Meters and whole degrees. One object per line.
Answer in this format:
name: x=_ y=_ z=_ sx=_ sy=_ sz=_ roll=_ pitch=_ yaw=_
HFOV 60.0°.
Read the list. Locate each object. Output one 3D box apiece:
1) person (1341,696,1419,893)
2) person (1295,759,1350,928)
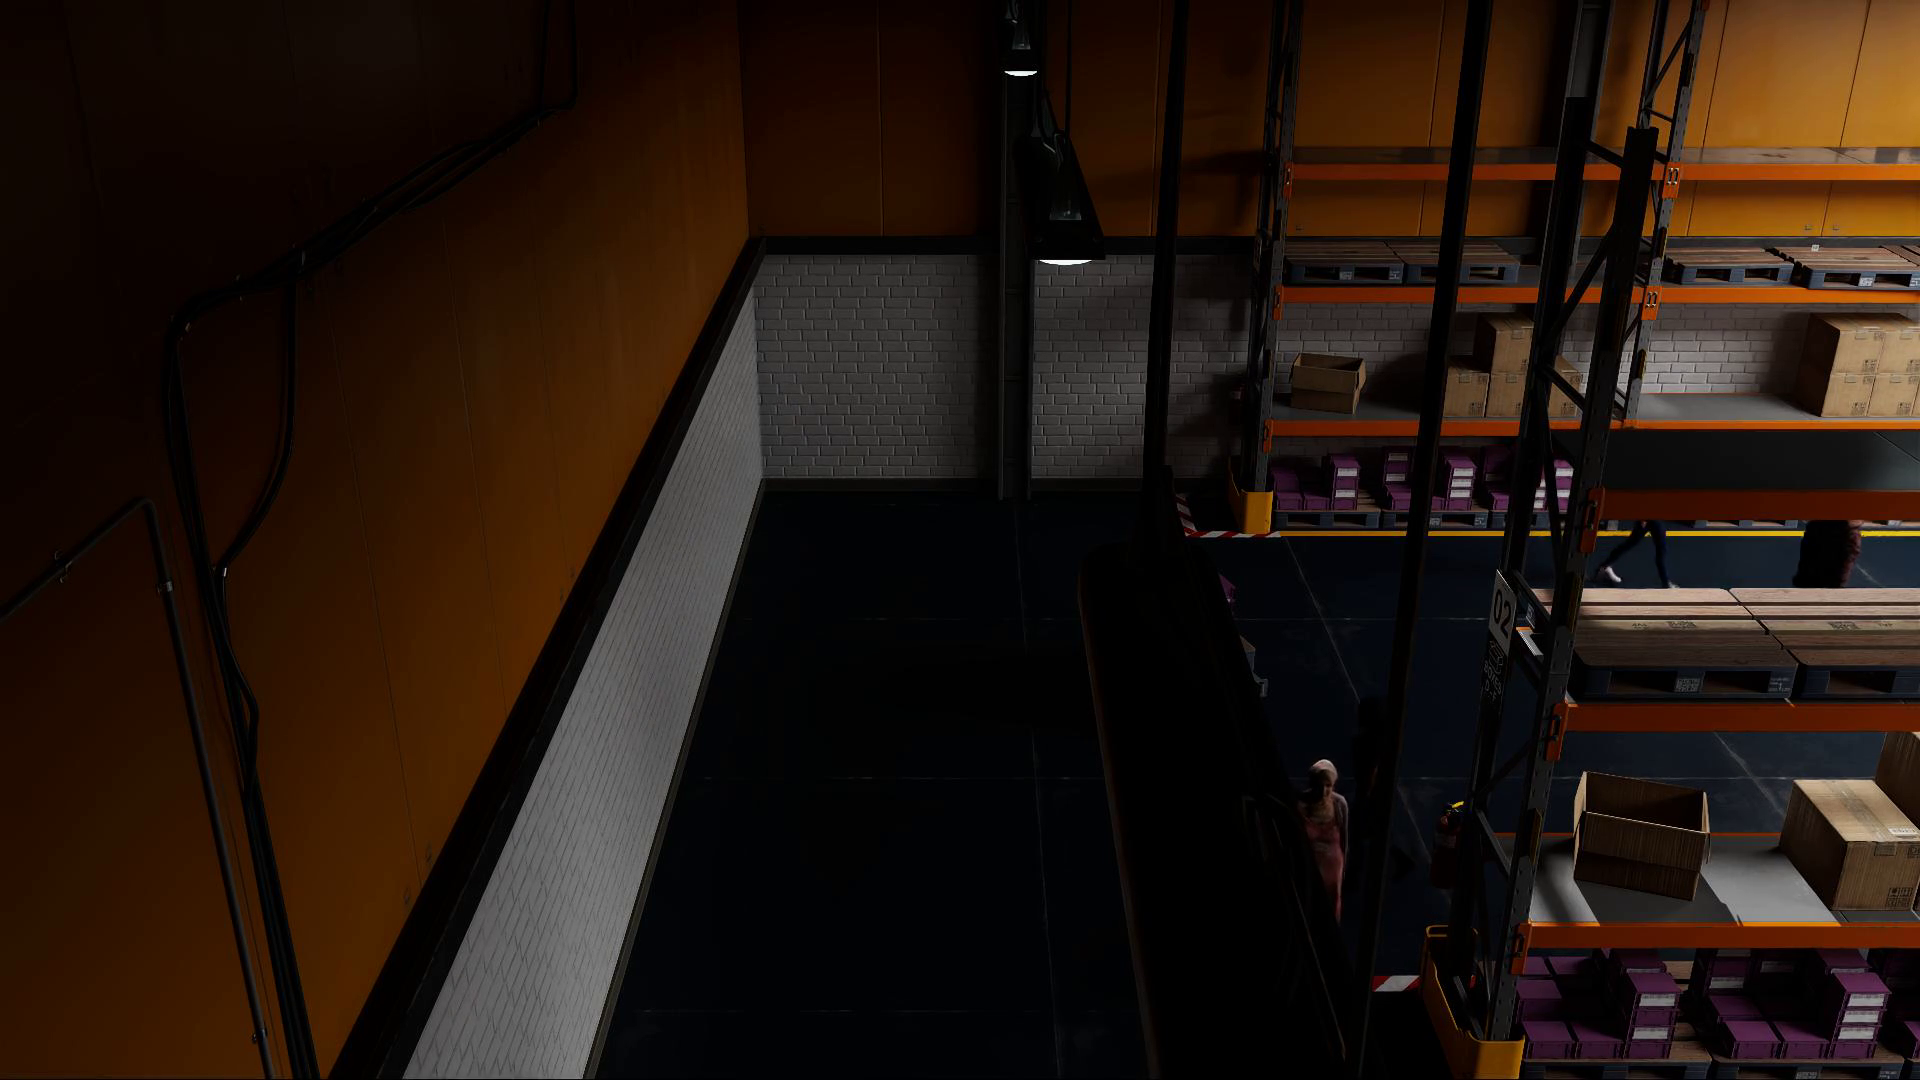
person: x=3.056 y=1.886 z=12.027 sx=0.949 sy=1.709 sz=0.724 roll=6 pitch=24 yaw=13
person: x=2.404 y=2.195 z=11.365 sx=0.833 sy=1.672 sz=0.704 roll=2 pitch=24 yaw=4
